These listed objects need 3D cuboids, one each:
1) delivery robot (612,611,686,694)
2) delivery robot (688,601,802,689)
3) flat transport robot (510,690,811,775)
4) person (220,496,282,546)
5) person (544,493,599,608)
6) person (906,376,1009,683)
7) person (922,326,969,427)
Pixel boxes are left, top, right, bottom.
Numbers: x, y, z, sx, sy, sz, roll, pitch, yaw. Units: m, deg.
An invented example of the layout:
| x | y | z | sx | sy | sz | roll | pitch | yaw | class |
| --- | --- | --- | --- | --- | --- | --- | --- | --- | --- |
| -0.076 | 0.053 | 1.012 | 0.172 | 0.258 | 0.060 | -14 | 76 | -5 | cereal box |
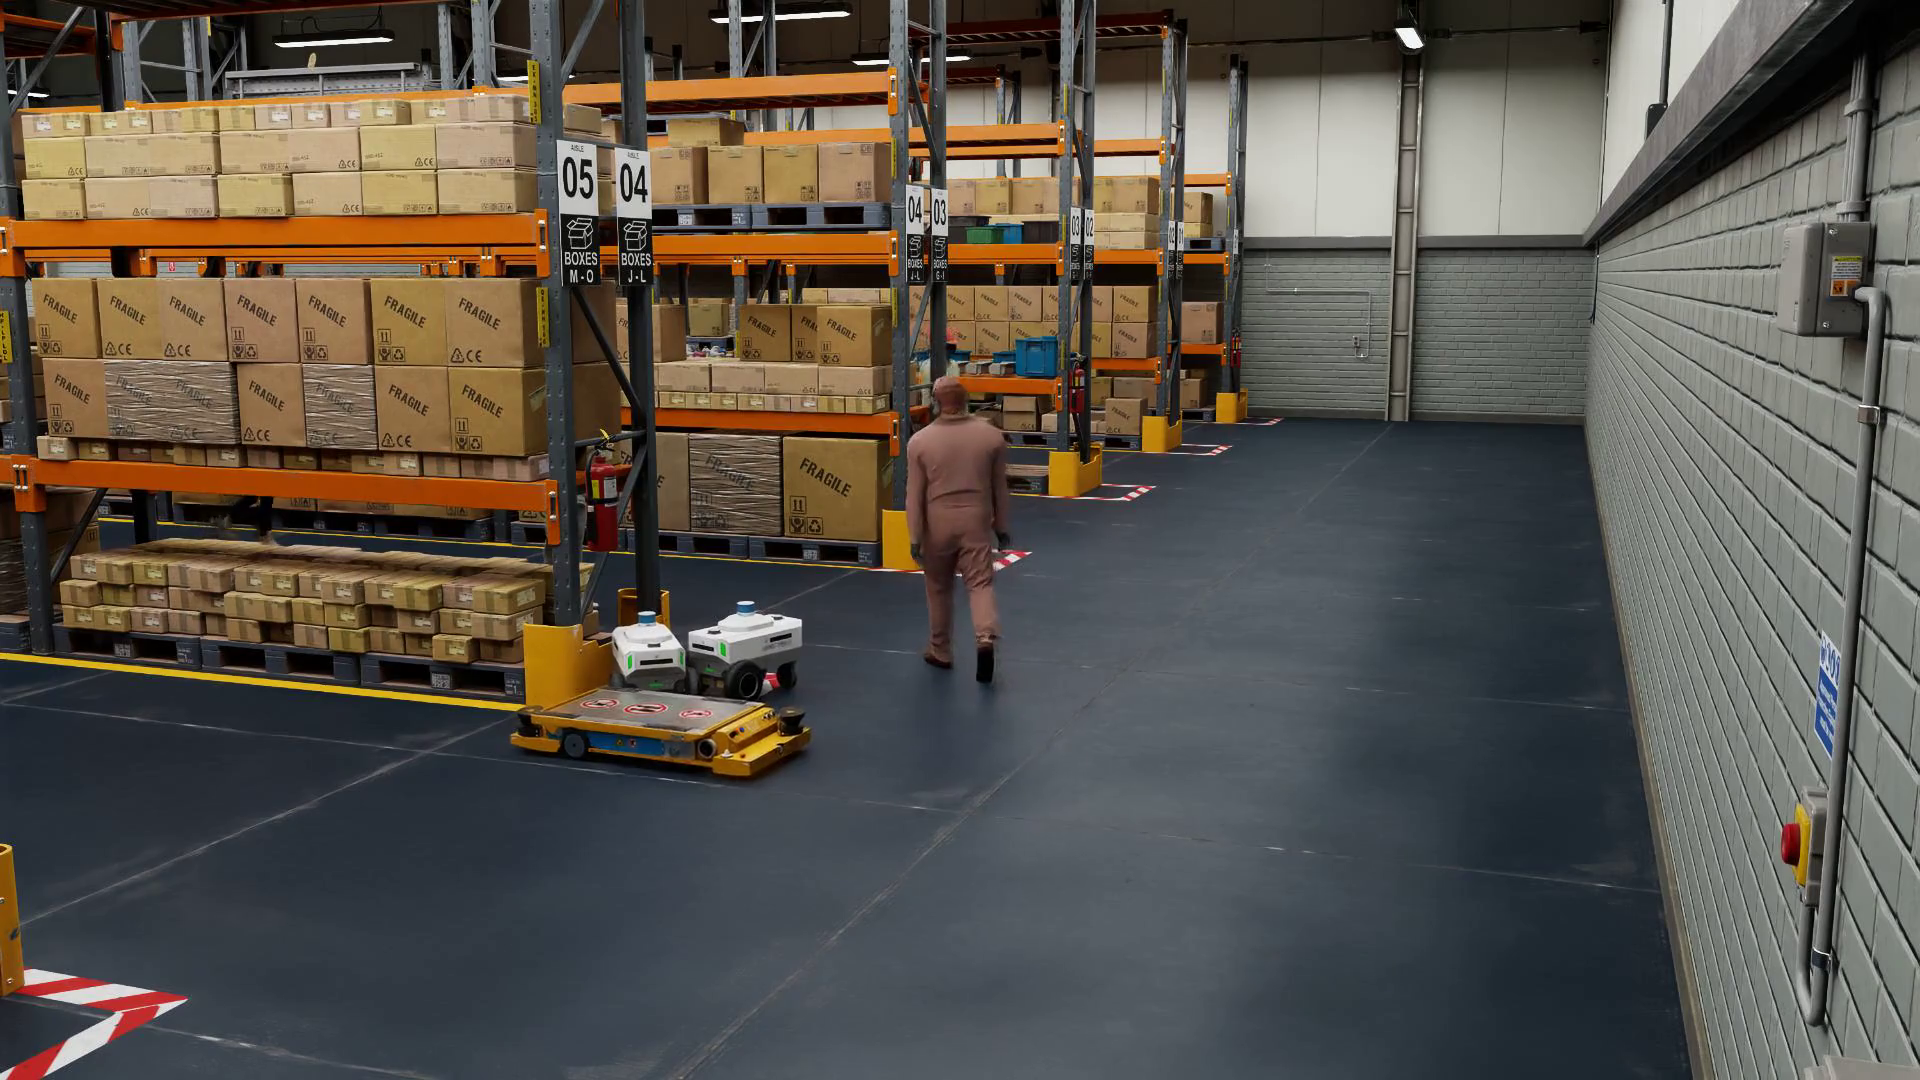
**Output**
| x | y | z | sx | sy | sz | roll | pitch | yaw | class |
| --- | --- | --- | --- | --- | --- | --- | --- | --- | --- |
| -1.795 | 0.654 | 9.573 | 0.477 | 0.478 | 0.707 | -3 | 10 | -18 | delivery robot |
| -1.265 | 0.606 | 9.871 | 0.477 | 0.478 | 0.707 | 7 | 12 | 38 | delivery robot |
| -1.568 | 0.980 | 8.708 | 1.431 | 0.197 | 0.652 | 4 | 10 | 22 | flat transport robot |
| -6.407 | -0.735 | 15.012 | 0.491 | 1.684 | 0.540 | 4 | 10 | 23 | person |
| -2.890 | -0.325 | 12.269 | 0.290 | 1.745 | 0.493 | 4 | 10 | 26 | person |
| -0.008 | -0.072 | 10.266 | 0.666 | 1.880 | 0.837 | -2 | 9 | -12 | person |
| -0.093 | -1.279 | 17.584 | 1.004 | 1.939 | 0.628 | 4 | 10 | 23 | person |
